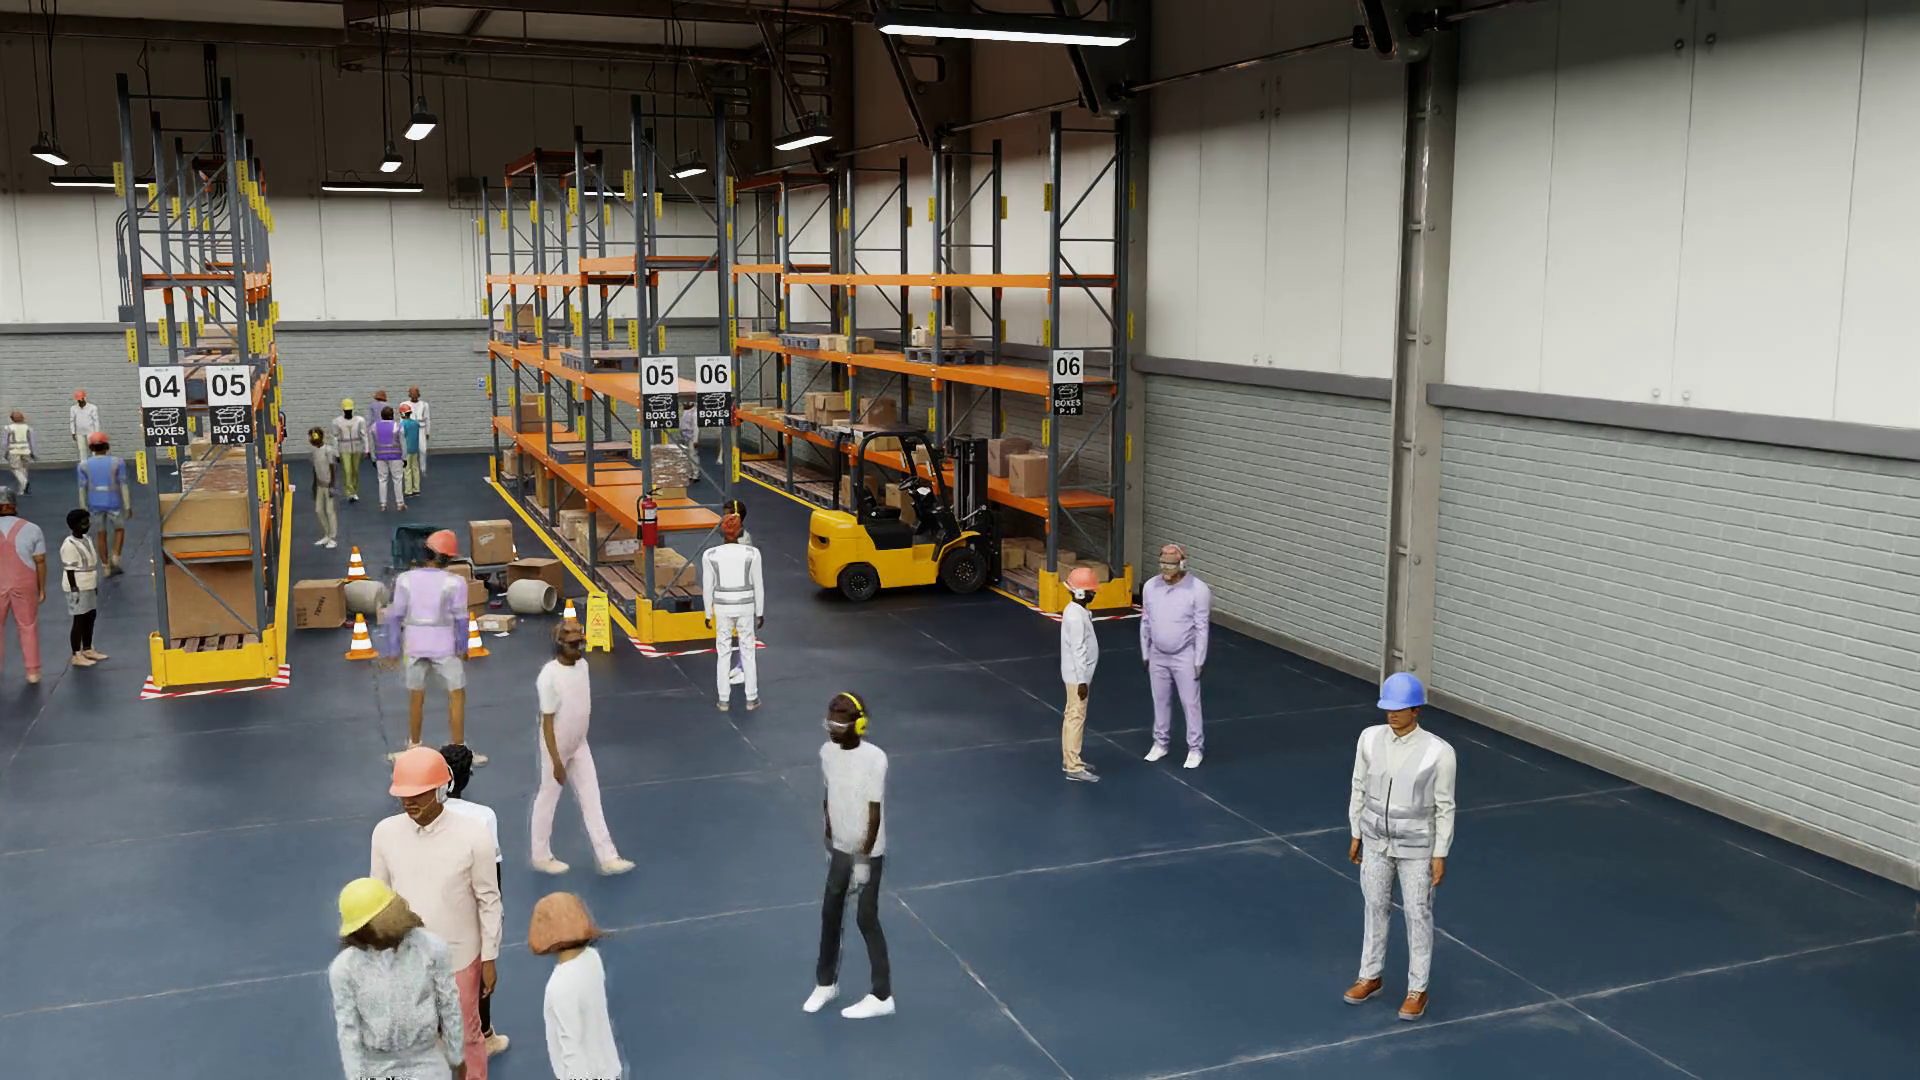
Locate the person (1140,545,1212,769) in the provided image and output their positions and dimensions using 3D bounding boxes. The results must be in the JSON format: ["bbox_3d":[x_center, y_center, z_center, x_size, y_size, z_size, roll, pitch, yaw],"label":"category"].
[{"bbox_3d":[1.793,0.972,14.005,0.644,1.897,0.396,6,11,34],"label":"person"}]

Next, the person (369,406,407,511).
[{"bbox_3d":[-10.038,-1.428,29.262,0.634,1.841,0.429,-1,9,-4],"label":"person"}]

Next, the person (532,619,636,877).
[{"bbox_3d":[-2.612,1.435,11.308,0.884,1.813,0.553,4,10,26],"label":"person"}]

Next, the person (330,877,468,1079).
[{"bbox_3d":[-2.310,2.192,6.919,0.519,1.703,0.338,-5,10,-28],"label":"person"}]

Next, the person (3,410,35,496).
[{"bbox_3d":[-17.561,-1.613,31.118,0.625,1.617,0.542,7,11,37],"label":"person"}]

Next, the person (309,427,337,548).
[{"bbox_3d":[-9.652,-0.797,25.365,0.603,1.834,0.366,7,11,36],"label":"person"}]

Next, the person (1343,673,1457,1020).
[{"bbox_3d":[2.453,1.689,9.304,0.610,1.947,0.388,7,12,39],"label":"person"}]

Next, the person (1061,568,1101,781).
[{"bbox_3d":[0.990,1.093,13.670,0.324,1.752,0.562,0,9,-1],"label":"person"}]

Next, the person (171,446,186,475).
[{"bbox_3d":[-16.312,-2.173,34.621,0.318,1.631,0.514,-1,9,-6],"label":"person"}]

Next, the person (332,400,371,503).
[{"bbox_3d":[-11.111,-1.625,30.384,0.611,1.872,0.983,-5,10,-27],"label":"person"}]

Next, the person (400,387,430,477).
[{"bbox_3d":[-11.118,-2.191,33.993,0.595,1.855,0.725,-4,10,-25],"label":"person"}]

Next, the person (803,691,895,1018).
[{"bbox_3d":[-0.620,1.746,9.268,0.517,1.850,0.400,7,11,37],"label":"person"}]

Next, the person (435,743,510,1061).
[{"bbox_3d":[-2.645,1.904,8.739,0.539,1.695,0.319,2,9,10],"label":"person"}]

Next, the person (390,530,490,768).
[{"bbox_3d":[-4.437,0.920,14.015,0.840,2.002,0.436,1,9,6],"label":"person"}]

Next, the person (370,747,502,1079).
[{"bbox_3d":[-2.441,1.919,7.709,0.622,1.992,0.396,1,9,7],"label":"person"}]

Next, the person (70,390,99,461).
[{"bbox_3d":[-18.415,-2.287,34.989,0.575,1.739,0.349,-1,9,-7],"label":"person"}]

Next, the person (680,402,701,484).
[{"bbox_3d":[-5.367,-2.028,33.099,0.403,1.824,0.598,-5,10,-30],"label":"person"}]

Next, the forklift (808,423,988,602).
[{"bbox_3d":[-0.830,-0.399,21.676,2.313,2.155,1.214,-4,10,-21],"label":"forklift"}]

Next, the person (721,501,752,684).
[{"bbox_3d":[-2.260,0.530,16.890,0.316,1.865,0.584,-3,9,-15],"label":"person"}]

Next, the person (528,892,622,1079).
[{"bbox_3d":[-1.584,2.249,6.885,0.730,1.588,0.512,2,9,10],"label":"person"}]

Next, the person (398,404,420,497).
[{"bbox_3d":[-10.327,-1.675,31.087,0.324,1.752,0.562,3,10,18],"label":"person"}]

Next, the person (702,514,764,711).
[{"bbox_3d":[-2.146,0.688,15.809,0.573,1.883,0.353,-1,9,-4],"label":"person"}]

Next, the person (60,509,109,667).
[{"bbox_3d":[-9.304,0.503,17.601,0.319,1.686,0.539,-1,9,-6],"label":"person"}]

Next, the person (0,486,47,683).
[{"bbox_3d":[-9.614,0.449,16.822,0.686,2.000,0.535,-6,11,-32],"label":"person"}]

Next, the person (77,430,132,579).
[{"bbox_3d":[-11.672,-0.483,22.728,0.654,2.024,0.483,-3,9,-16],"label":"person"}]

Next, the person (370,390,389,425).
[{"bbox_3d":[-12.771,-2.507,36.742,0.503,1.631,0.331,4,10,24],"label":"person"}]

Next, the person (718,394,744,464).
[{"bbox_3d":[-4.951,-2.395,36.176,0.653,1.616,0.553,2,9,13],"label":"person"}]
